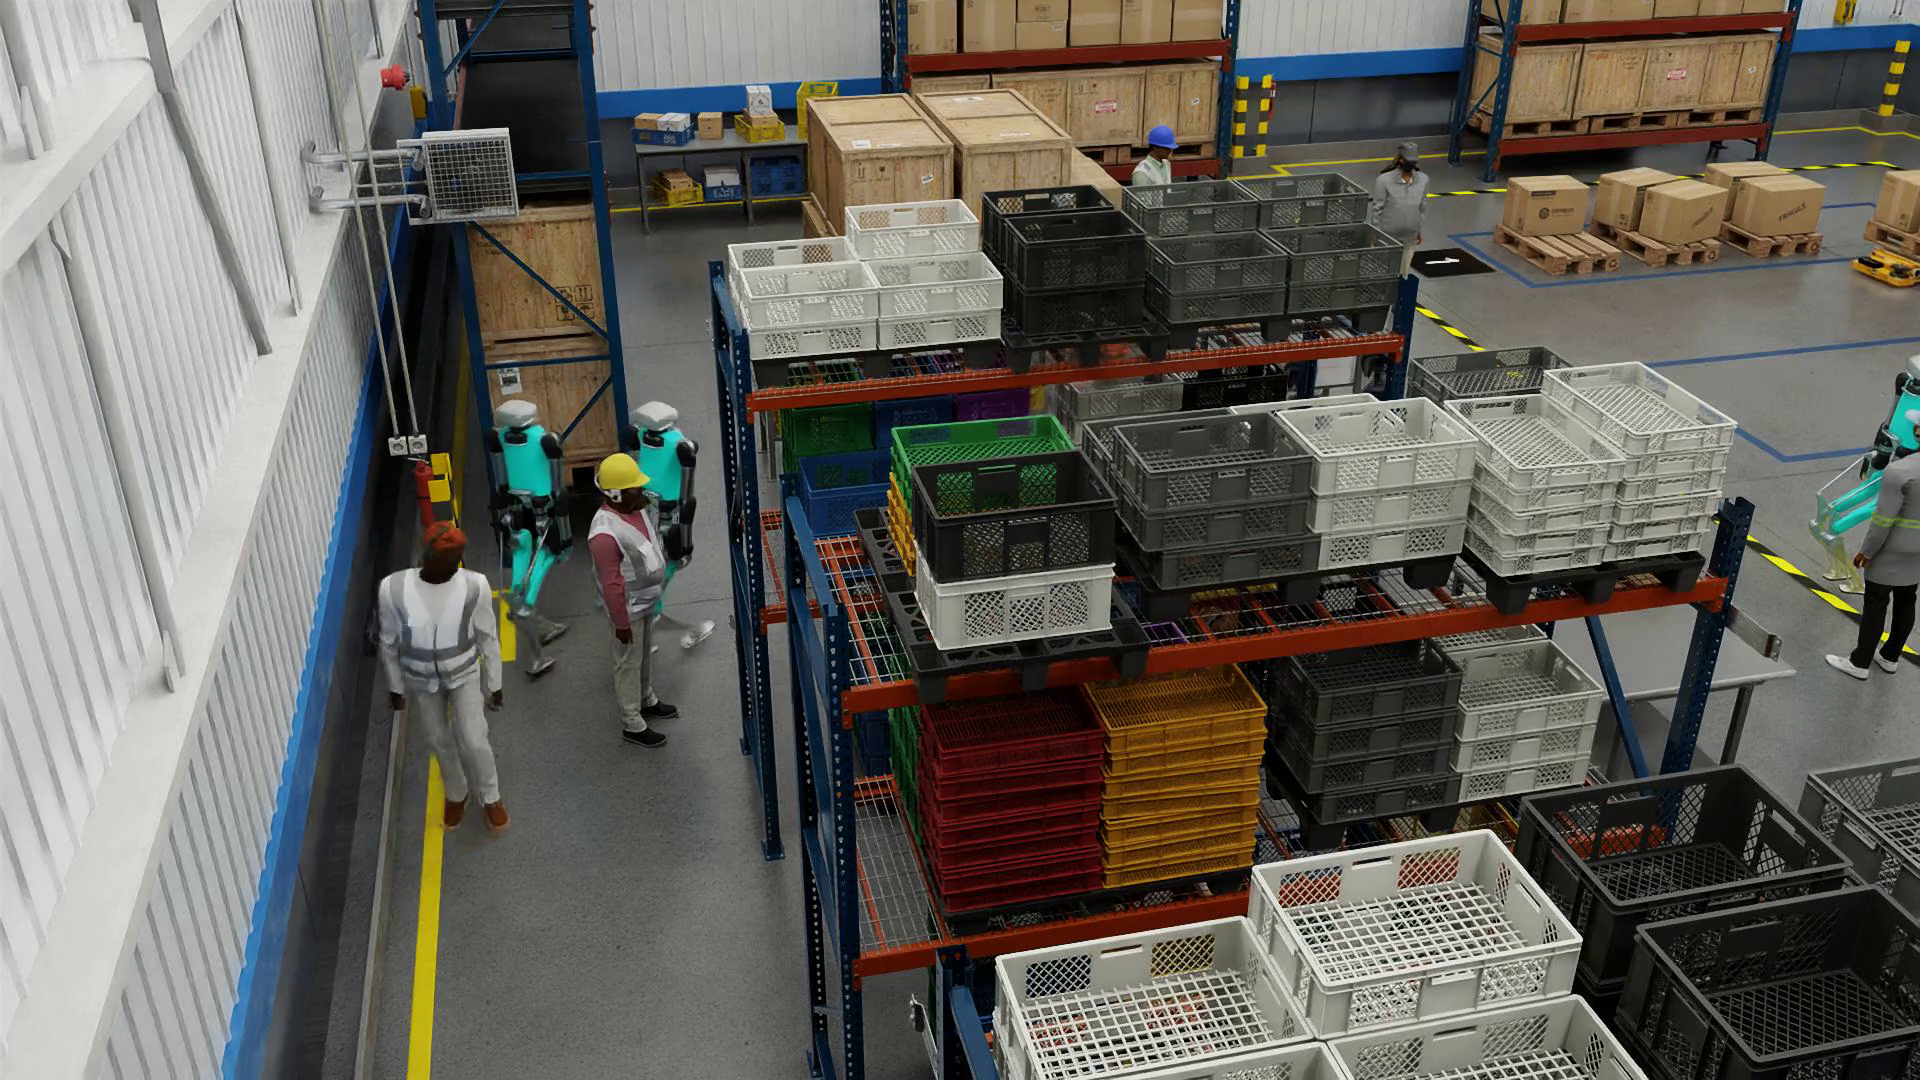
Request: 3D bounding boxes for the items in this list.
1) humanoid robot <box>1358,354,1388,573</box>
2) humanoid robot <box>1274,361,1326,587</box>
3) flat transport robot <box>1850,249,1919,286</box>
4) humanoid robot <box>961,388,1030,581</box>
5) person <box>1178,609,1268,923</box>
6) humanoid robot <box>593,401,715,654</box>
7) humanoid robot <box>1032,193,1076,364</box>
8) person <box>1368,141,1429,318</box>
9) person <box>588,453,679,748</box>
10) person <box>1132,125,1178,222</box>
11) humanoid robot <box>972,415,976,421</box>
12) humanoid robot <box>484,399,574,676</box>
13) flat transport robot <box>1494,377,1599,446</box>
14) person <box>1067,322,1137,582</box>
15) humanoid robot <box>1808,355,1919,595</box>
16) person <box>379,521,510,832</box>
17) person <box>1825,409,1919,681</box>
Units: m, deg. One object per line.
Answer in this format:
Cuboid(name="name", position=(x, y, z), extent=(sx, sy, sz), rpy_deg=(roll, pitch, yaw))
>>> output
Cuboid(name="humanoid robot", position=(2.906, -0.560, 11.604), extent=(0.380, 1.645, 0.609), rpy_deg=(4, 28, 8))
Cuboid(name="humanoid robot", position=(2.331, -0.428, 11.359), extent=(0.451, 1.638, 0.607), rpy_deg=(14, 31, 25))
Cuboid(name="flat transport robot", position=(10.267, -2.944, 17.601), extent=(1.431, 0.197, 0.652), rpy_deg=(-8, 29, -15))
Cuboid(name="humanoid robot", position=(0.230, -0.420, 11.342), extent=(0.465, 1.645, 0.608), rpy_deg=(16, 32, 28))
Cuboid(name="person", position=(1.224, 1.162, 8.169), extent=(0.622, 1.835, 0.431), rpy_deg=(-17, 32, -29))
Cuboid(name="humanoid robot", position=(-1.964, 0.032, 10.394), extent=(0.541, 1.737, 0.946), rpy_deg=(16, 32, 28))
Cuboid(name="humanoid robot", position=(0.716, -2.158, 14.671), extent=(0.741, 1.891, 0.551), rpy_deg=(-8, 29, -16))
Cuboid(name="person", position=(4.214, -2.983, 16.095), extent=(0.563, 1.769, 0.400), rpy_deg=(-6, 28, -11))
Cuboid(name="person", position=(-1.904, 0.340, 9.719), extent=(0.404, 1.836, 0.589), rpy_deg=(3, 28, 5))
Cuboid(name="person", position=(1.849, -3.021, 15.991), extent=(0.412, 1.939, 0.604), rpy_deg=(18, 33, 30))
Cuboid(name="humanoid robot", position=(0.279, 0.052, 10.452), extent=(0.842, 1.863, 0.541), rpy_deg=(-6, 28, -12))
Cuboid(name="humanoid robot", position=(-2.770, 0.054, 10.400), extent=(0.578, 1.775, 0.891), rpy_deg=(10, 29, 18))
Cuboid(name="flat transport robot", position=(4.780, -1.036, 14.013), extent=(0.659, 0.231, 1.431), rpy_deg=(-6, 28, -12))
Cuboid(name="person", position=(0.886, -0.459, 11.057), extent=(0.816, 2.015, 0.606), rpy_deg=(-21, 34, -34))
Cuboid(name="humanoid robot", position=(6.067, -0.432, 11.146), extent=(0.735, 1.677, 0.533), rpy_deg=(-1, 28, -2))
Cuboid(name="person", position=(-2.758, 0.751, 8.941), extent=(0.604, 1.866, 0.342), rpy_deg=(-5, 28, -9))
Cuboid(name="person", position=(5.830, 0.017, 10.316), extent=(0.589, 1.852, 0.366), rpy_deg=(-8, 29, -14))
